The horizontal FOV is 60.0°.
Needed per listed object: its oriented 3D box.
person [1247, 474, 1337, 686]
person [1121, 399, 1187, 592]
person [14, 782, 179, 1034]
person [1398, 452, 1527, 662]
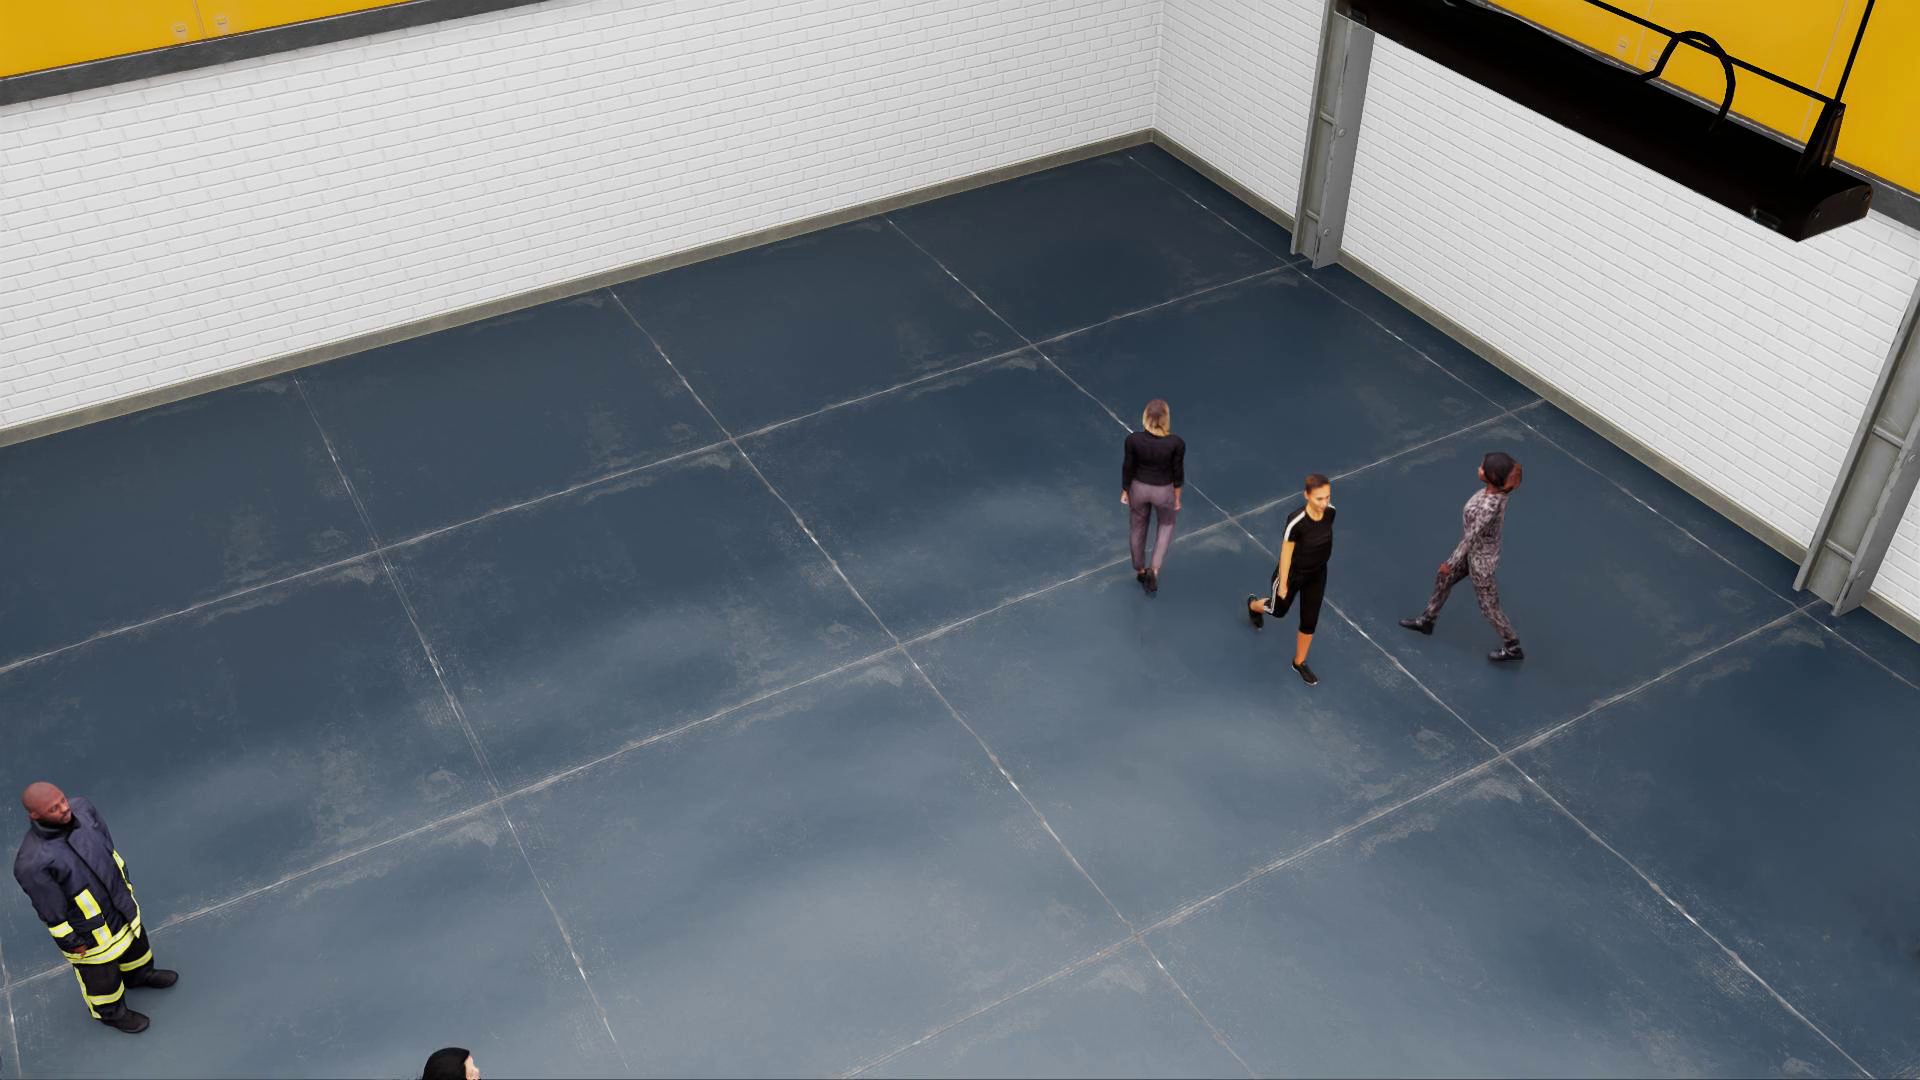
[{"bbox_3d":[2.304,0.187,11.489,0.644,1.640,1.034,-15,41,-18],"label":"person"},{"bbox_3d":[1.383,-0.259,12.029,0.773,1.664,0.832,6,39,8],"label":"person"},{"bbox_3d":[-4.794,1.973,9.109,0.912,1.820,0.841,8,39,9],"label":"person"},{"bbox_3d":[3.677,0.171,11.478,1.174,1.678,1.029,14,41,17],"label":"person"}]
